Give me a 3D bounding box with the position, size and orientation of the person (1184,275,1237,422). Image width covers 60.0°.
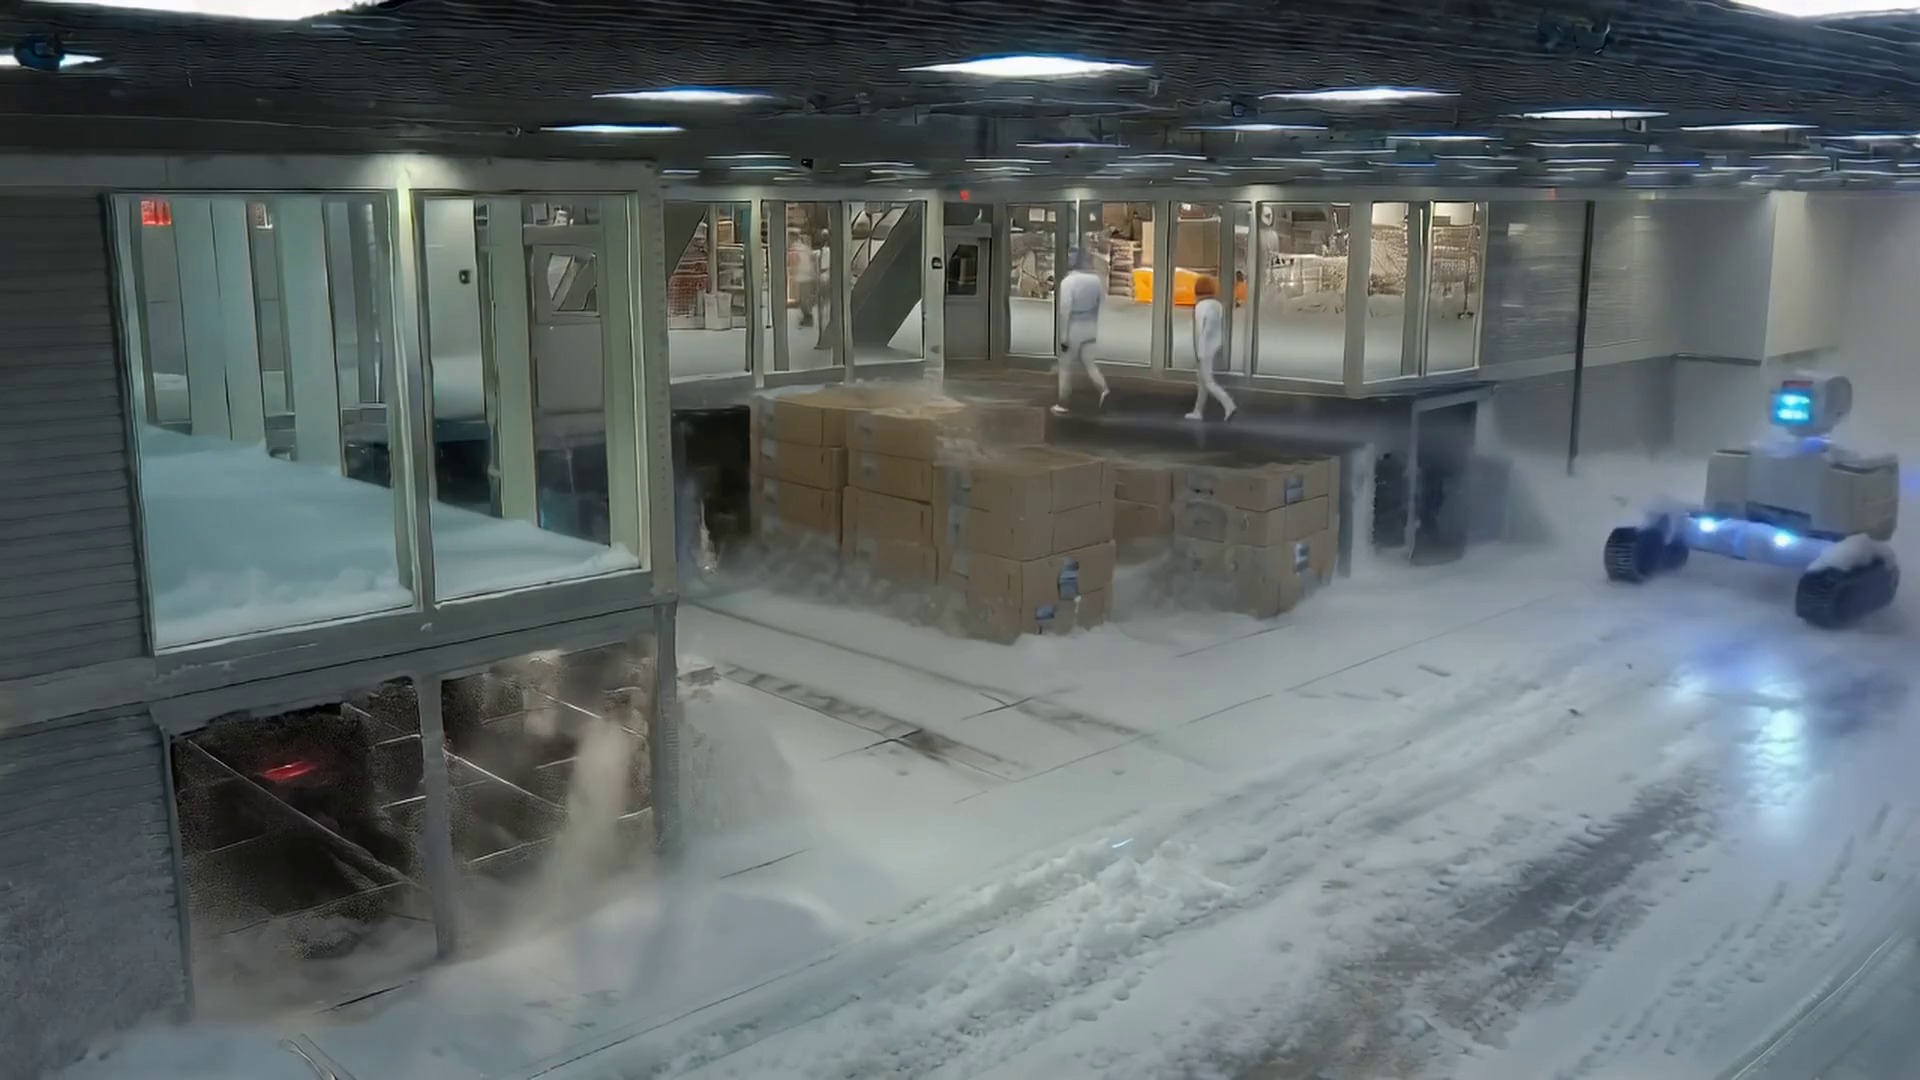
[{"bbox_3d":[2.744,-2.071,18.108,0.707,1.606,0.502,11,16,43],"label":"person"}]

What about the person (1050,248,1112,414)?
[{"bbox_3d":[1.362,-2.333,18.713,0.645,1.880,0.753,-7,13,-32],"label":"person"}]
